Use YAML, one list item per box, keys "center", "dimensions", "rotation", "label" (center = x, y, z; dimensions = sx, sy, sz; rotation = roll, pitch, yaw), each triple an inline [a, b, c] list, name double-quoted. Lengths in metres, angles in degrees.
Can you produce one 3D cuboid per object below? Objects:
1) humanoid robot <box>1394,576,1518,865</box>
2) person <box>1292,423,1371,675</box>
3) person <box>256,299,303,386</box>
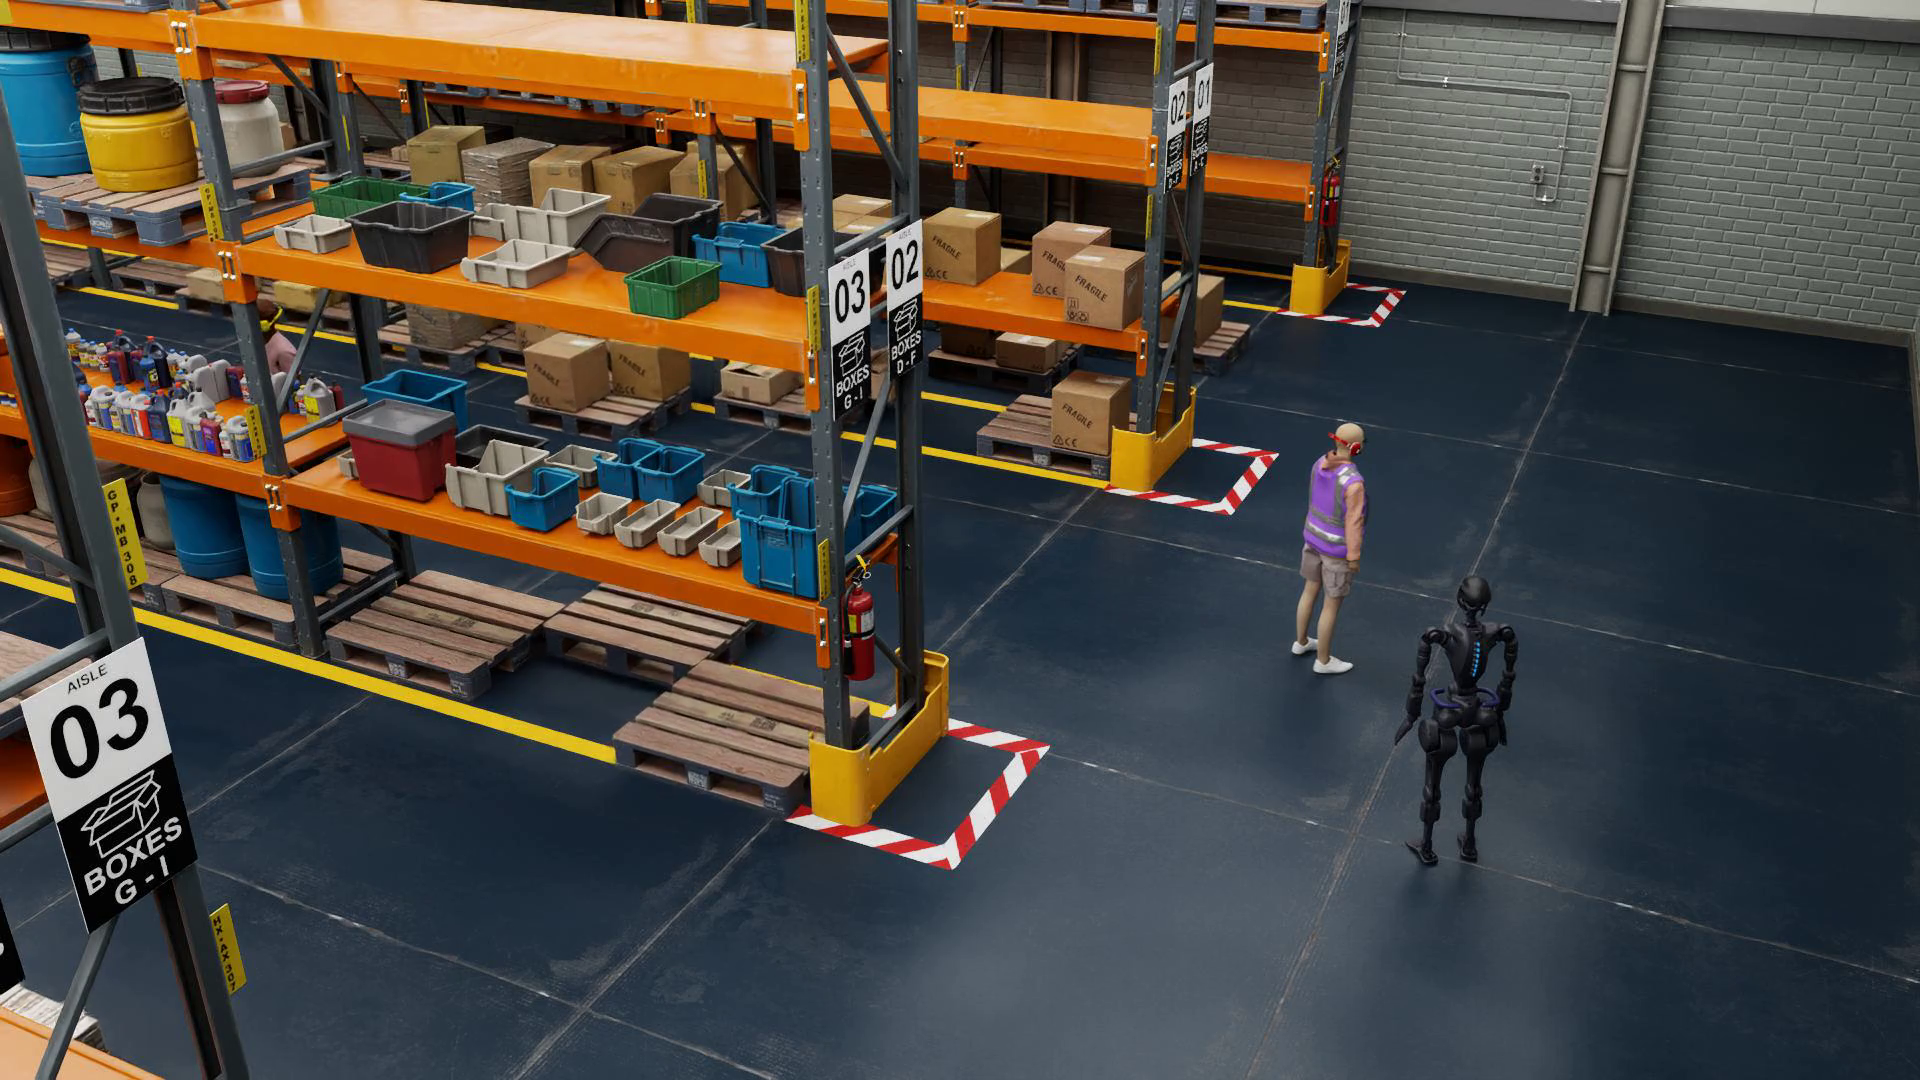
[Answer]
- center: [2.621, 0.947, 8.780]
  dimensions: [0.599, 1.657, 0.315]
  rotation: [-1, 26, -3]
  label: "humanoid robot"
- center: [2.372, 0.049, 10.608]
  dimensions: [0.351, 1.688, 0.489]
  rotation: [-11, 28, -21]
  label: "person"
- center: [-5.072, -0.945, 12.492]
  dimensions: [0.521, 1.799, 0.334]
  rotation: [20, 33, 35]
  label: "person"
